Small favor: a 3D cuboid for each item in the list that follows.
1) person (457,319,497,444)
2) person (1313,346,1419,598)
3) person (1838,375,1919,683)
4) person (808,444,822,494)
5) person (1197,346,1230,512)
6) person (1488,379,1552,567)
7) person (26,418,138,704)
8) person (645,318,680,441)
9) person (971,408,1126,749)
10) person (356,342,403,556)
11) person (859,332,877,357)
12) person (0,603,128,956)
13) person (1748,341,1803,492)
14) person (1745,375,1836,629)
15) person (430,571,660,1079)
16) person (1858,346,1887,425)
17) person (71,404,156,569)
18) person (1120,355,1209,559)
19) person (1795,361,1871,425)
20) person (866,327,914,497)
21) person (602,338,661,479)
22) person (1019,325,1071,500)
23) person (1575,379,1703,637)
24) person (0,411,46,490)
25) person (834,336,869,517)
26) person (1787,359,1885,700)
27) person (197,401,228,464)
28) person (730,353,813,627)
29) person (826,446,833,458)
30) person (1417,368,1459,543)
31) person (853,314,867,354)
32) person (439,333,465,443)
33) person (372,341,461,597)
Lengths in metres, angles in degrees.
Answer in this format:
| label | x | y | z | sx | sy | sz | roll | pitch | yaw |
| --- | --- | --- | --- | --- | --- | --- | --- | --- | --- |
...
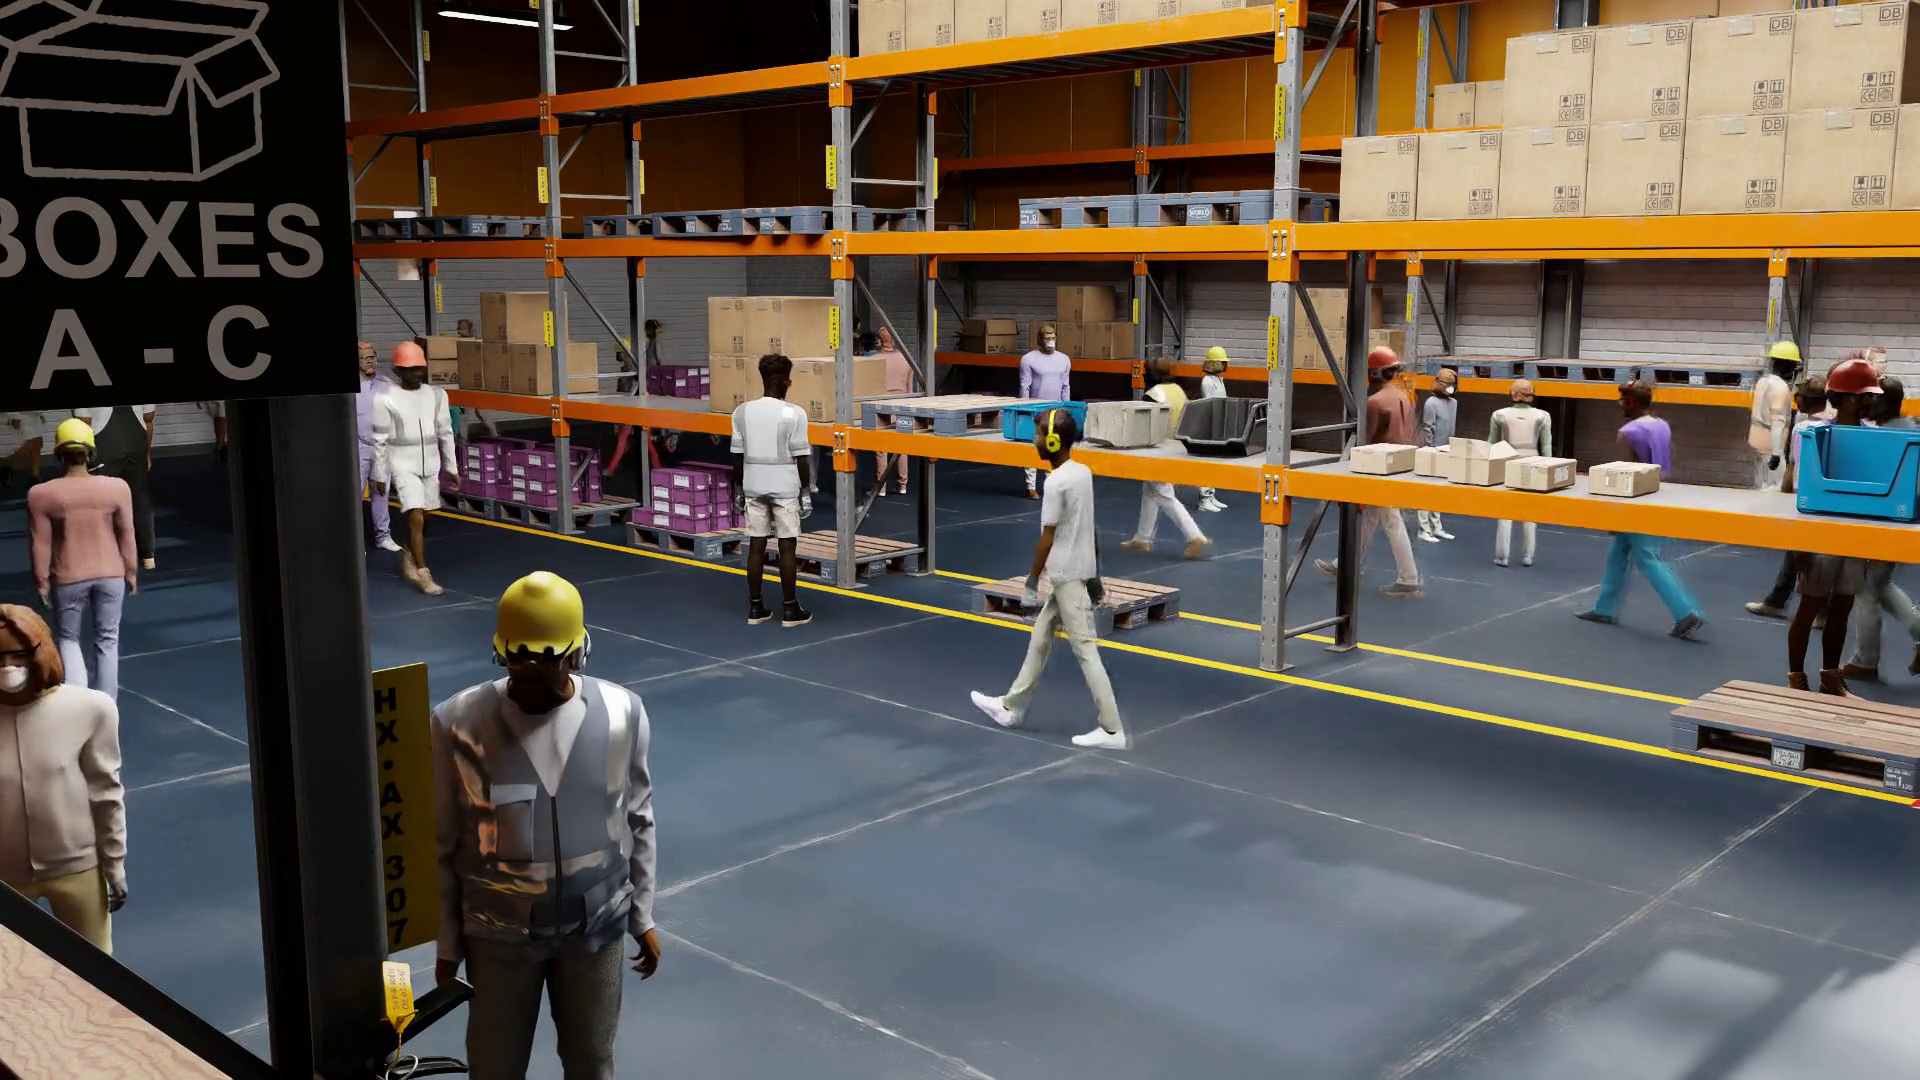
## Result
| label | x | y | z | sx | sy | sz | roll | pitch | yaw |
| --- | --- | --- | --- | --- | --- | --- | --- | --- | --- |
| person | -6.771 | -2.139 | 23.125 | 0.642 | 1.882 | 0.819 | 2 | 9 | 11 |
| person | 3.229 | -0.546 | 13.119 | 1.002 | 1.941 | 0.634 | 7 | 12 | 37 |
| person | 5.687 | -0.042 | 10.141 | 0.649 | 1.920 | 0.561 | -8 | 12 | -40 |
| person | -1.647 | -1.328 | 18.944 | 0.526 | 1.605 | 0.661 | -4 | 10 | -23 |
| person | 2.702 | -1.179 | 17.651 | 0.295 | 1.743 | 0.493 | 4 | 10 | 22 |
| person | 4.813 | -0.574 | 14.322 | 0.527 | 1.629 | 0.353 | 2 | 10 | 15 |
| person | -4.769 | 0.212 | 9.092 | 0.531 | 1.753 | 0.459 | -6 | 11 | -33 |
| person | -4.444 | -2.367 | 24.662 | 0.657 | 1.838 | 0.519 | -3 | 10 | -20 |
| person | 0.481 | 0.206 | 8.951 | 0.973 | 1.807 | 0.543 | 4 | 10 | 22 |
| person | -5.305 | -0.818 | 14.936 | 0.407 | 1.910 | 0.638 | 8 | 12 | 39 |
| person | -1.271 | -2.113 | 23.596 | 0.646 | 1.656 | 0.629 | 4 | 10 | 24 |
| person | -2.666 | 0.977 | 4.801 | 0.491 | 1.626 | 0.282 | -5 | 10 | -26 |
| person | 7.397 | -0.872 | 15.278 | 0.571 | 1.902 | 0.612 | 2 | 9 | 10 |
| person | 6.044 | -0.276 | 11.911 | 0.533 | 1.814 | 0.798 | -6 | 11 | -32 |
| person | -1.045 | 0.973 | 4.212 | 0.586 | 1.824 | 0.403 | -4 | 10 | -24 |
| person | 8.083 | -0.817 | 15.031 | 0.649 | 1.882 | 0.864 | -8 | 12 | -42 |
| person | -7.163 | -0.734 | 14.015 | 0.536 | 2.000 | 0.682 | 7 | 11 | 35 |
| person | 1.844 | -0.738 | 14.800 | 0.922 | 1.806 | 0.629 | 6 | 11 | 34 |
| person | 6.841 | -0.473 | 13.020 | 0.430 | 1.843 | 0.625 | -4 | 10 | -23 |
| person | -0.833 | -1.433 | 18.706 | 0.640 | 1.910 | 0.409 | -6 | 11 | -33 |
| person | -4.073 | -1.604 | 20.346 | 0.914 | 1.712 | 0.533 | -4 | 10 | -21 |
| person | 0.954 | -1.416 | 18.505 | 0.627 | 1.941 | 0.371 | -4 | 10 | -23 |
| person | 4.824 | -0.229 | 11.691 | 0.574 | 1.798 | 0.943 | -8 | 12 | -41 |
| person | -10.652 | -1.475 | 18.923 | 0.527 | 1.918 | 0.554 | -1 | 9 | -8 |
| person | -1.149 | -1.213 | 17.507 | 0.600 | 1.873 | 0.988 | -5 | 11 | -29 |
| person | 5.081 | -0.016 | 9.600 | 0.605 | 2.045 | 0.377 | -3 | 10 | -17 |
| person | -9.826 | -1.965 | 22.044 | 0.559 | 1.890 | 0.969 | 0 | 9 | -2 |
| person | -1.345 | -0.358 | 11.969 | 0.640 | 1.962 | 0.395 | 4 | 10 | 21 |
| person | -1.634 | -2.078 | 22.608 | 0.594 | 1.922 | 0.386 | -3 | 10 | -18 |
| person | 4.519 | -0.799 | 15.654 | 0.501 | 1.633 | 0.289 | -9 | 13 | -43 |
| person | -1.640 | -2.552 | 25.676 | 0.532 | 1.873 | 0.321 | 2 | 10 | 13 |
| person | -6.335 | -1.661 | 20.539 | 0.317 | 1.767 | 0.534 | 6 | 11 | 33 |
| person | -4.381 | -0.590 | 13.269 | 0.611 | 2.010 | 0.952 | -9 | 13 | -43 |
